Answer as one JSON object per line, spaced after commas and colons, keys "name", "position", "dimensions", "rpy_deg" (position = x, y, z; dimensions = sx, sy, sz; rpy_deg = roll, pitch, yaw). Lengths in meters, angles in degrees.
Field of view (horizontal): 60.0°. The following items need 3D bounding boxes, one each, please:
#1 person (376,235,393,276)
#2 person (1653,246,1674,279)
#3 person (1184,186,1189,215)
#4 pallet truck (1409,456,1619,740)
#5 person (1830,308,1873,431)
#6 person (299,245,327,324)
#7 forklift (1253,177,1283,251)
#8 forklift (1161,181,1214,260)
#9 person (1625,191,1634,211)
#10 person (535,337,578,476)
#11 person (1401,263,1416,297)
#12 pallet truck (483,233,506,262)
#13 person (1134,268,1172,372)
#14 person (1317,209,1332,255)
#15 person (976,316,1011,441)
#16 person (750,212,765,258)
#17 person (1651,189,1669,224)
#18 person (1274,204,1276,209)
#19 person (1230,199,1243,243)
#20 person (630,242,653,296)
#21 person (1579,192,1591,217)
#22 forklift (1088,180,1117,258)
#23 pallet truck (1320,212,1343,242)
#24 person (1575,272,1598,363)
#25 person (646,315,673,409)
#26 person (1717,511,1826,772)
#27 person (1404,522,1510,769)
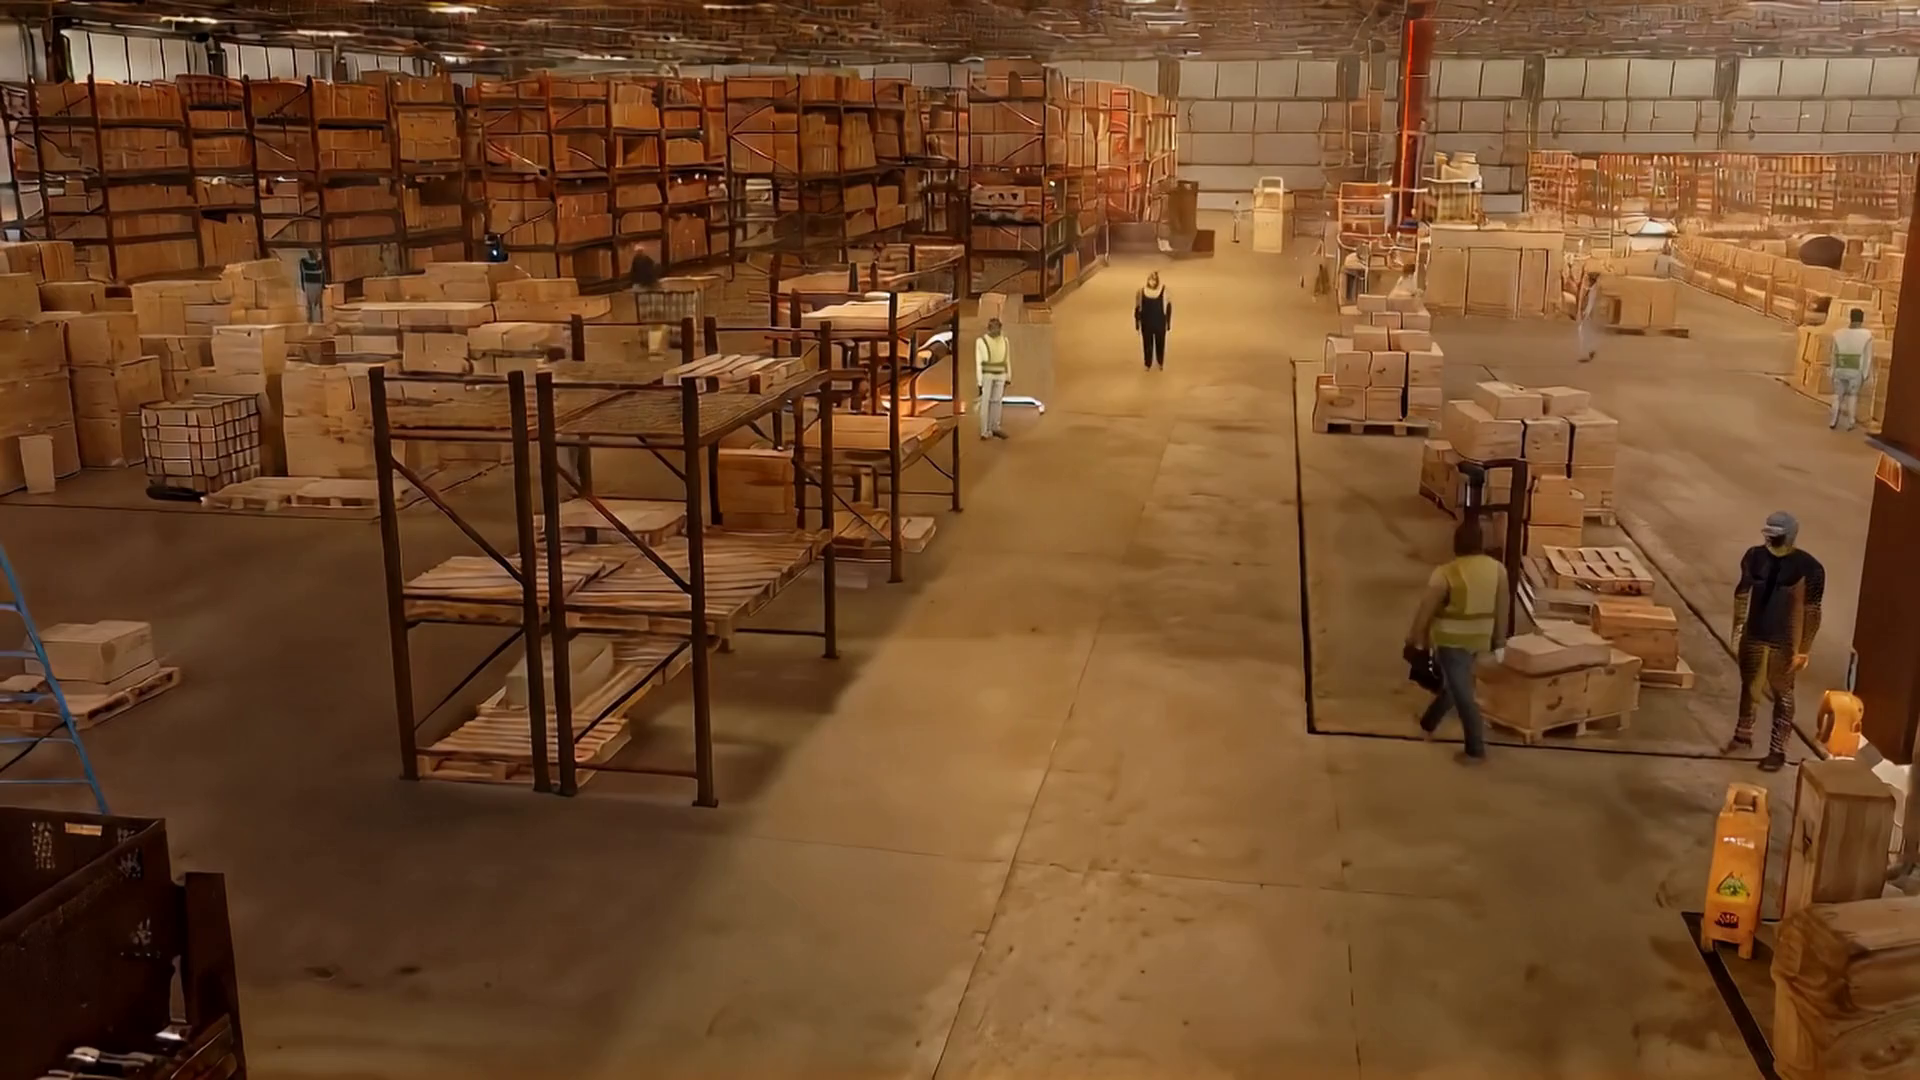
{"name": "person", "position": [-15.703, -7.406, 45.411], "dimensions": [0.429, 1.842, 0.636], "rpy_deg": [-8, 16, -29]}
{"name": "person", "position": [18.669, -6.982, 44.150], "dimensions": [0.501, 1.620, 0.427], "rpy_deg": [1, 14, 3]}
{"name": "person", "position": [11.955, -17.773, 87.687], "dimensions": [0.537, 1.758, 0.424], "rpy_deg": [3, 14, 12]}
{"name": "pallet truck", "position": [4.504, 0.400, 13.395], "dimensions": [0.823, 1.965, 1.885], "rpy_deg": [-6, 15, -23]}
{"name": "person", "position": [13.884, -2.651, 25.960], "dimensions": [0.587, 1.914, 0.391], "rpy_deg": [13, 19, 43]}
{"name": "person", "position": [-15.754, -6.241, 40.550], "dimensions": [0.591, 1.910, 0.387], "rpy_deg": [-7, 15, -25]}
{"name": "forklift", "position": [12.083, -12.747, 64.956], "dimensions": [1.129, 2.768, 1.873], "rpy_deg": [3, 14, 10]}
{"name": "forklift", "position": [8.217, -11.598, 60.293], "dimensions": [1.873, 2.768, 1.129], "rpy_deg": [-7, 16, -27]}
{"name": "person", "position": [32.433, -16.063, 80.572], "dimensions": [0.403, 1.835, 0.588], "rpy_deg": [-7, 15, -25]}
{"name": "person", "position": [-5.463, -1.827, 22.693], "dimensions": [0.603, 1.883, 0.978], "rpy_deg": [-8, 16, -30]}
{"name": "person", "position": [10.414, -5.549, 38.333], "dimensions": [0.933, 1.643, 0.522], "rpy_deg": [2, 14, 6]}
{"name": "pallet truck", "position": [-11.832, -7.026, 43.548], "dimensions": [1.885, 1.965, 0.823], "rpy_deg": [8, 16, 28]}
{"name": "person", "position": [3.722, -4.252, 32.194], "dimensions": [0.720, 2.000, 0.683], "rpy_deg": [3, 14, 13]}
{"name": "person", "position": [13.712, -11.568, 62.541], "dimensions": [0.783, 1.733, 0.525], "rpy_deg": [-11, 17, -37]}
{"name": "person", "position": [0.513, -2.453, 25.214], "dimensions": [0.587, 1.882, 0.341], "rpy_deg": [-8, 16, -29]}
{"name": "person", "position": [-7.506, -11.245, 61.359], "dimensions": [0.405, 1.659, 0.599], "rpy_deg": [-10, 17, -35]}
{"name": "person", "position": [34.396, -16.265, 81.476], "dimensions": [0.943, 1.803, 0.562], "rpy_deg": [6, 15, 23]}
{"name": "person", "position": [13.009, -12.981, 68.384], "dimensions": [0.546, 1.667, 0.701], "rpy_deg": [-3, 14, -13]}
{"name": "person", "position": [11.554, -13.374, 69.712], "dimensions": [0.421, 1.816, 0.585], "rpy_deg": [-12, 19, -41]}
{"name": "person", "position": [-7.706, -6.193, 40.178], "dimensions": [0.436, 1.982, 0.627], "rpy_deg": [10, 17, 36]}
{"name": "person", "position": [30.231, -16.062, 80.438], "dimensions": [0.678, 1.904, 0.482], "rpy_deg": [-9, 16, -32]}
{"name": "forklift", "position": [4.937, -11.767, 60.978], "dimensions": [1.873, 2.768, 1.129], "rpy_deg": [2, 14, 9]}
{"name": "pallet truck", "position": [15.874, -13.227, 70.310], "dimensions": [0.680, 1.201, 1.601], "rpy_deg": [10, 17, 35]}
{"name": "person", "position": [12.654, -4.488, 33.567], "dimensions": [0.384, 1.845, 0.510], "rpy_deg": [3, 14, 13]}
{"name": "person", "position": [-4.960, -2.933, 27.681], "dimensions": [0.545, 1.617, 0.526], "rpy_deg": [6, 15, 23]}
{"name": "person", "position": [5.941, 0.730, 12.181], "dimensions": [0.354, 1.936, 0.635], "rpy_deg": [-8, 16, -31]}
{"name": "person", "position": [3.694, 0.764, 12.384], "dimensions": [0.728, 1.782, 0.983], "rpy_deg": [-5, 15, -20]}
